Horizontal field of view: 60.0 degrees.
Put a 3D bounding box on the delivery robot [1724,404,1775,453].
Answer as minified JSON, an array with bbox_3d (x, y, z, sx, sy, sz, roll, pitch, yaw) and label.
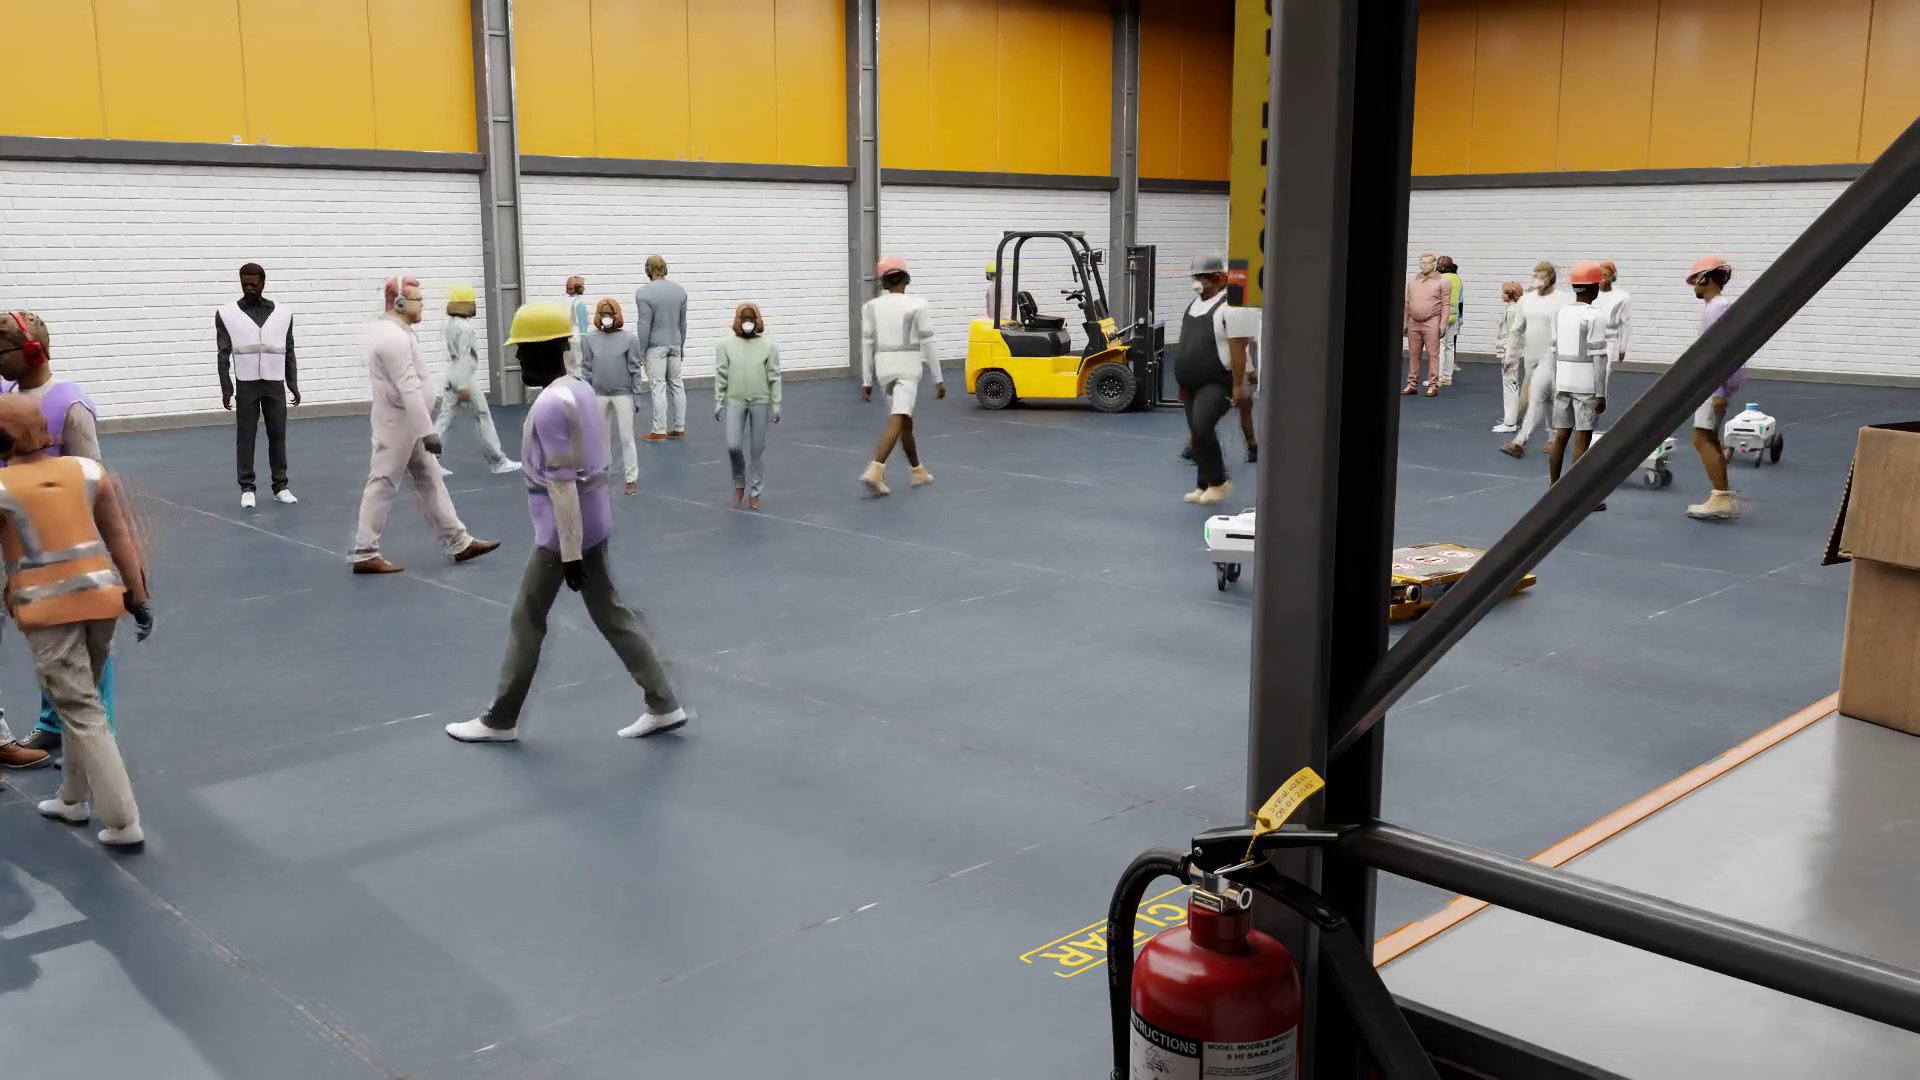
[{"bbox_3d":[7.401,-1.034,15.579,0.477,0.478,0.707,7,13,33],"label":"delivery robot"}]

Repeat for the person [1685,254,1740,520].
[{"bbox_3d":[5.686,-1.162,12.611,0.499,1.991,0.673,5,11,25],"label":"person"}]

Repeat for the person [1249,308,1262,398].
[{"bbox_3d":[4.013,-2.801,21.907,0.517,1.865,0.564,8,13,37],"label":"person"}]

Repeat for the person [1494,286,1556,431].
[{"bbox_3d":[6.320,-1.994,18.235,0.829,1.580,0.514,10,14,43],"label":"person"}]

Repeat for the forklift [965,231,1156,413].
[{"bbox_3d":[1.222,-2.721,20.561,2.313,2.155,1.214,2,11,13],"label":"forklift"}]

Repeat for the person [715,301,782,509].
[{"bbox_3d":[-1.643,-1.041,12.944,0.519,1.617,0.350,-1,10,-7],"label":"person"}]

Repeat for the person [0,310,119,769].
[{"bbox_3d":[-3.655,-0.003,6.721,0.564,1.836,0.396,6,12,30],"label":"person"}]

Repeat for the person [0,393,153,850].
[{"bbox_3d":[-3.153,0.284,5.798,0.749,1.582,0.524,6,12,30],"label":"person"}]

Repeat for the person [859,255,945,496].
[{"bbox_3d":[-0.525,-1.370,13.810,0.673,1.978,1.078,5,12,27],"label":"person"}]

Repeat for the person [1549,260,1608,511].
[{"bbox_3d":[4.817,-1.193,12.918,0.351,1.942,0.545,-4,11,-22],"label":"person"}]

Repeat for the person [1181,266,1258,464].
[{"bbox_3d":[2.514,-1.633,15.455,0.946,1.902,0.554,0,10,1],"label":"person"}]

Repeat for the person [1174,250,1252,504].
[{"bbox_3d":[1.940,-1.285,13.151,0.537,2.000,0.702,-5,12,-27],"label":"person"}]

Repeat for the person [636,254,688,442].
[{"bbox_3d":[-3.089,-1.974,17.209,0.373,1.933,0.627,9,14,41],"label":"person"}]

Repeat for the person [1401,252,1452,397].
[{"bbox_3d":[6.166,-2.858,22.096,0.651,1.905,0.409,10,14,42],"label":"person"}]

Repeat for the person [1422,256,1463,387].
[{"bbox_3d":[6.820,-3.094,23.562,0.623,1.844,0.429,-9,14,-41],"label":"person"}]

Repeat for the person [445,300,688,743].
[{"bbox_3d":[-1.636,-0.058,6.940,1.008,1.880,0.595,1,10,5],"label":"person"}]

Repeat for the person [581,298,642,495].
[{"bbox_3d":[-2.866,-1.177,13.703,0.504,1.629,0.279,1,10,6],"label":"person"}]

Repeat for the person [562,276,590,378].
[{"bbox_3d":[-4.696,-2.405,20.353,0.315,1.640,0.515,-8,13,-37],"label":"person"}]

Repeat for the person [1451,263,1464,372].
[{"bbox_3d":[7.647,-3.477,26.047,0.319,1.696,0.532,-10,14,-43],"label":"person"}]

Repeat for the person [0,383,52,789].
[{"bbox_3d":[-3.855,0.002,6.427,0.373,1.935,0.628,1,10,4],"label":"person"}]

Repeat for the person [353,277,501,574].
[{"bbox_3d":[-3.430,-0.717,10.533,0.974,1.860,0.642,-3,11,-16],"label":"person"}]

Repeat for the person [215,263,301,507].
[{"bbox_3d":[-5.552,-1.228,13.180,0.600,1.914,0.376,-8,13,-37],"label":"person"}]

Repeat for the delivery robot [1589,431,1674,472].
[{"bbox_3d":[5.710,-0.788,14.239,0.707,0.478,0.477,9,14,39],"label":"delivery robot"}]

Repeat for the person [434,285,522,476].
[{"bbox_3d":[-4.403,-1.414,14.784,0.897,1.691,0.503,-7,13,-35],"label":"person"}]

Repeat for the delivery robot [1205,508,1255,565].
[{"bbox_3d":[1.838,-0.012,10.007,0.707,0.478,0.477,3,11,18],"label":"delivery robot"}]

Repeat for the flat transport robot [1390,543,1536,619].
[{"bbox_3d":[2.704,0.220,9.776,1.431,0.197,0.652,-8,13,-39],"label":"flat transport robot"}]

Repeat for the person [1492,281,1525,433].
[{"bbox_3d":[5.959,-1.980,18.034,0.307,1.639,0.525,4,11,22],"label":"person"}]

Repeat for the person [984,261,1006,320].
[{"bbox_3d":[0.512,-3.326,25.112,0.525,1.760,0.534,4,11,22],"label":"person"}]

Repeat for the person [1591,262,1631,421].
[{"bbox_3d":[7.217,-2.204,18.754,0.590,1.841,0.996,7,12,33],"label":"person"}]

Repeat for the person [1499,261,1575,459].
[{"bbox_3d":[5.592,-1.736,16.059,1.049,1.879,0.650,-6,12,-31],"label":"person"}]
